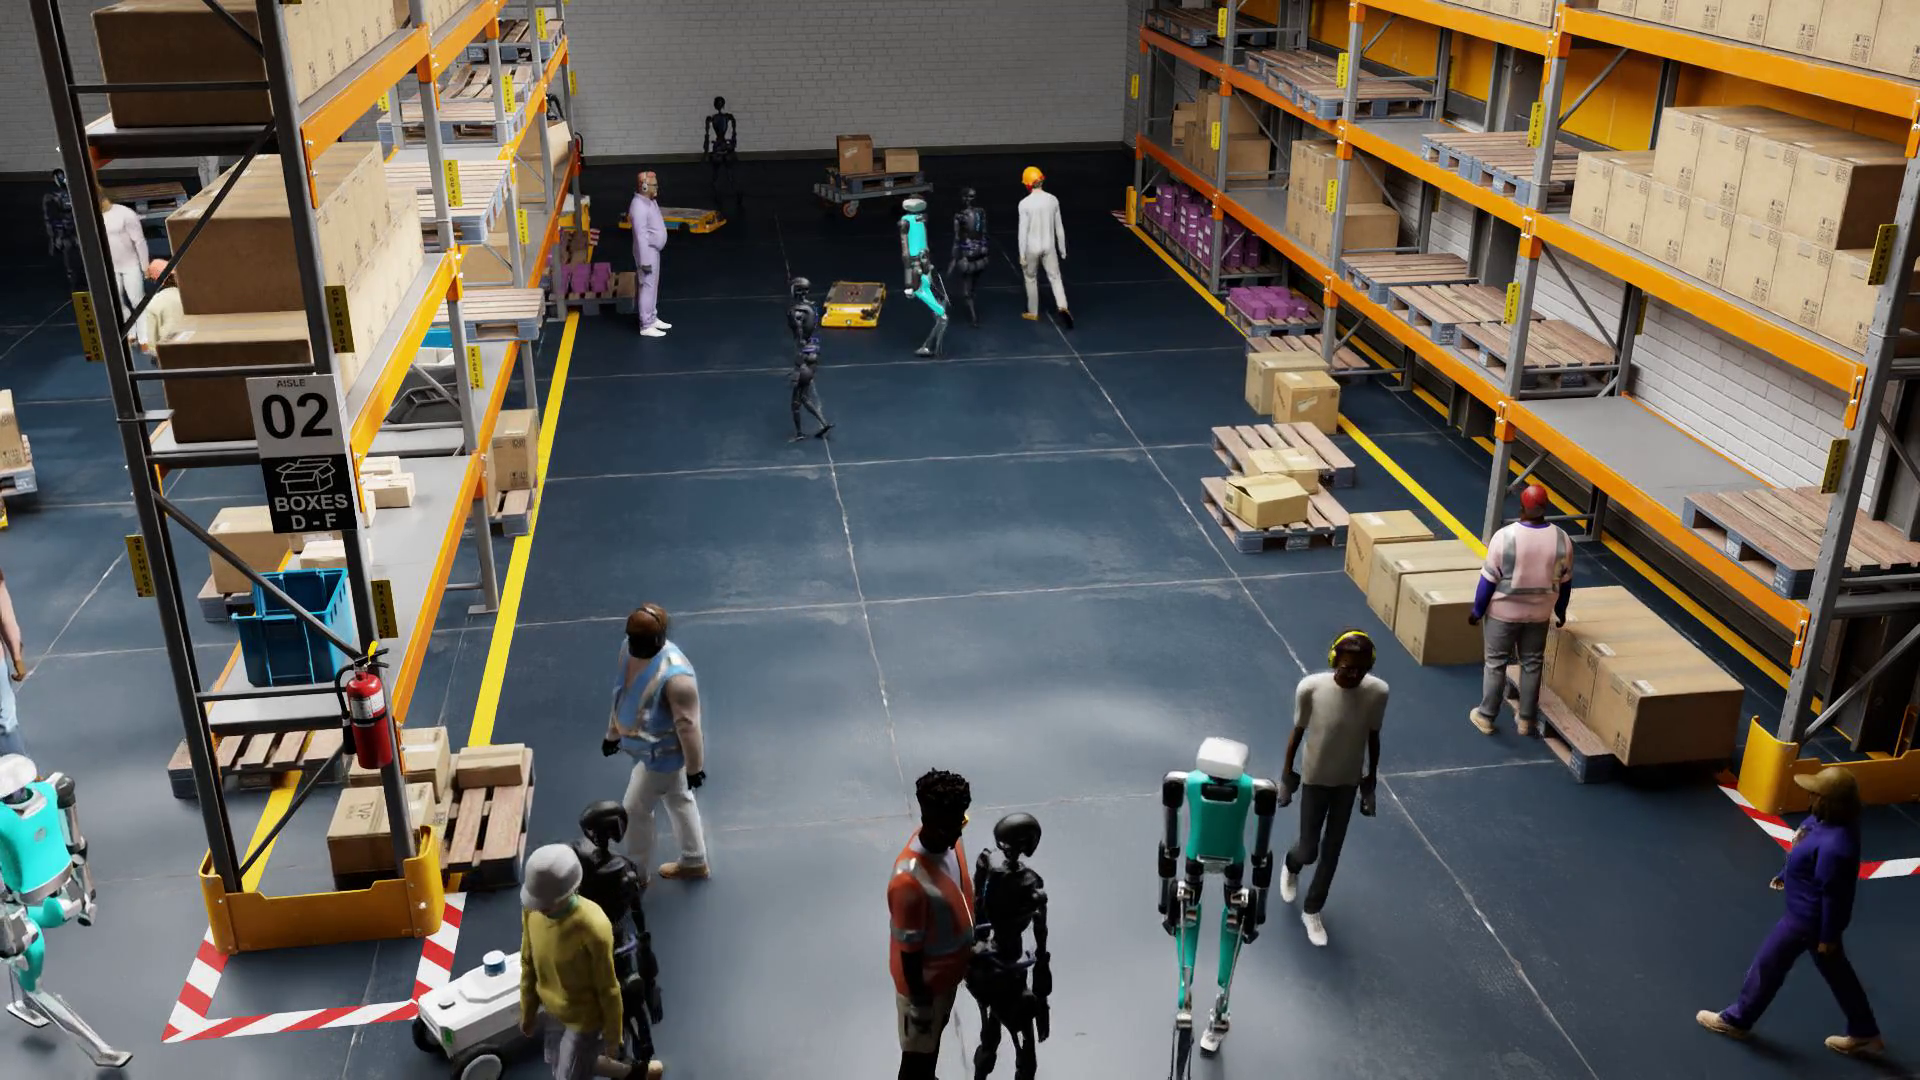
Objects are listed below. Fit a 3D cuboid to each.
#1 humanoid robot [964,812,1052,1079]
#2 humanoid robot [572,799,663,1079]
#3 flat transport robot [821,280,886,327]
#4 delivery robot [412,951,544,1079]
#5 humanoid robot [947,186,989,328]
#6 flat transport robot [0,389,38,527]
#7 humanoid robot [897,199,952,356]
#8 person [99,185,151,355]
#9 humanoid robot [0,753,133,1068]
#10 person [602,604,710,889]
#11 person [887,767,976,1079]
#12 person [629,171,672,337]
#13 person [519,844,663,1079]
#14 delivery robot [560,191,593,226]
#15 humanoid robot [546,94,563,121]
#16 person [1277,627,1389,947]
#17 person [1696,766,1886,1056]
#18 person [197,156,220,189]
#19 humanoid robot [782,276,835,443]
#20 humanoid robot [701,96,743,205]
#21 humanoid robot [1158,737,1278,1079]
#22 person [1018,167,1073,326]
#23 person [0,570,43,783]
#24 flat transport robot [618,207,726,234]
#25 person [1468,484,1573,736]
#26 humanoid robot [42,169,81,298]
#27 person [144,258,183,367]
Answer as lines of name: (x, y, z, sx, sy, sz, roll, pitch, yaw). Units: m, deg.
humanoid robot: (0.195, 1.948, 7.498, 0.343, 1.653, 0.587, -15, 28, -30)
humanoid robot: (-1.594, 1.926, 7.548, 0.606, 1.650, 0.350, 21, 31, 39)
flat transport robot: (-1.280, -2.876, 20.231, 0.659, 0.231, 1.431, 1, 24, 2)
delivery robot: (-2.259, 2.293, 8.115, 0.808, 0.607, 0.499, -19, 30, -37)
humanoid robot: (0.121, -3.319, 19.506, 0.445, 1.652, 0.601, 21, 31, 40)
flat transport robot: (-8.733, -0.373, 14.528, 0.659, 0.231, 1.431, -13, 27, -27)
humanoid robot: (-0.306, -2.788, 18.338, 0.723, 1.892, 0.557, 11, 26, 24)
person: (-9.326, -3.018, 18.539, 0.676, 1.898, 0.435, 2, 24, 4)
humanoid robot: (-4.476, 1.755, 7.903, 1.063, 1.746, 0.556, 10, 26, 22)
person: (-1.723, 1.161, 9.124, 0.673, 1.807, 0.600, -7, 25, -16)
person: (-0.114, 1.868, 7.318, 0.372, 1.961, 0.602, 7, 25, 16)
person: (-3.566, -3.301, 19.181, 0.400, 1.900, 0.633, 0, 24, -1)
person: (-1.606, 2.001, 7.162, 0.512, 1.847, 0.768, 17, 29, 34)
delivery robot: (-5.759, -4.852, 24.400, 0.815, 0.614, 0.499, -5, 24, -12)
humanoid robot: (-6.752, -6.762, 27.361, 0.592, 1.631, 0.469, -2, 24, -5)
person: (1.953, 1.270, 8.821, 0.542, 1.841, 0.473, -2, 24, -4)
person: (4.148, 1.782, 7.971, 0.813, 1.585, 0.450, 14, 27, 28)
person: (-11.562, -6.069, 25.547, 0.624, 1.846, 0.429, 18, 29, 35)
humanoid robot: (-1.468, -1.721, 15.879, 0.500, 1.640, 0.613, 0, 24, 1)
humanoid robot: (-3.655, -5.974, 25.553, 0.600, 1.644, 0.583, -17, 29, -34)
humanoid robot: (1.146, 1.866, 7.662, 0.536, 1.822, 0.900, 4, 24, 9)
person: (0.992, -3.411, 19.483, 0.602, 1.852, 0.783, -8, 25, -18)
person: (-5.915, 0.706, 9.937, 0.616, 1.991, 0.397, -7, 25, -15)
flat transport robot: (-4.211, -4.683, 24.348, 1.431, 0.231, 0.659, 6, 24, 14)
person: (3.626, 0.456, 10.793, 0.629, 1.750, 0.420, 0, 24, 0)
humanoid robot: (-10.914, -3.729, 20.441, 0.638, 1.634, 0.589, 21, 31, 39)
person: (-7.571, -1.867, 16.103, 0.416, 1.734, 0.559, 17, 29, 33)
